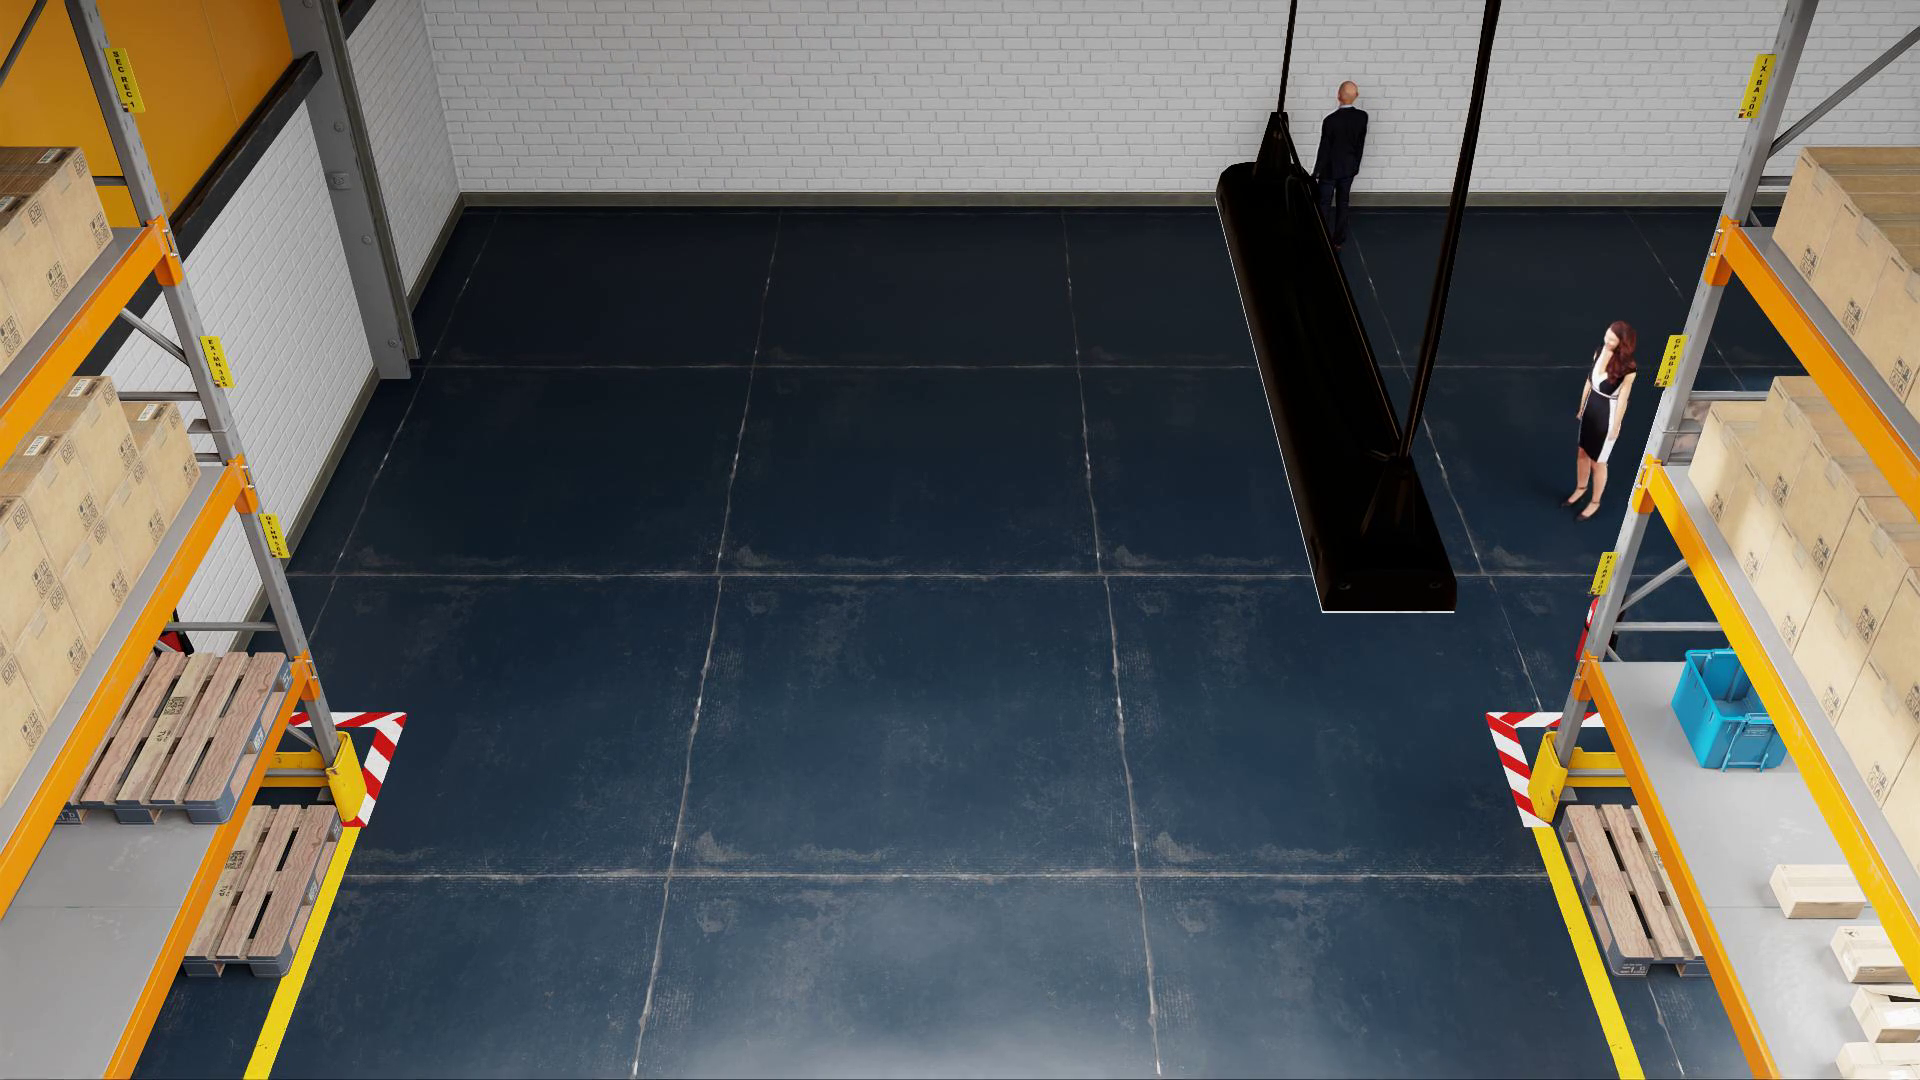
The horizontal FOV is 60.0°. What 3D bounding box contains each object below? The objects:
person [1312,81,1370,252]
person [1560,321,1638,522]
[{"bbox_3d":[3.744,-3.686,16.498,0.745,1.801,0.708,-12,40,-15],"label":"person"},{"bbox_3d":[5.060,-0.946,13.077,0.722,1.787,0.611,-16,41,-19],"label":"person"}]
